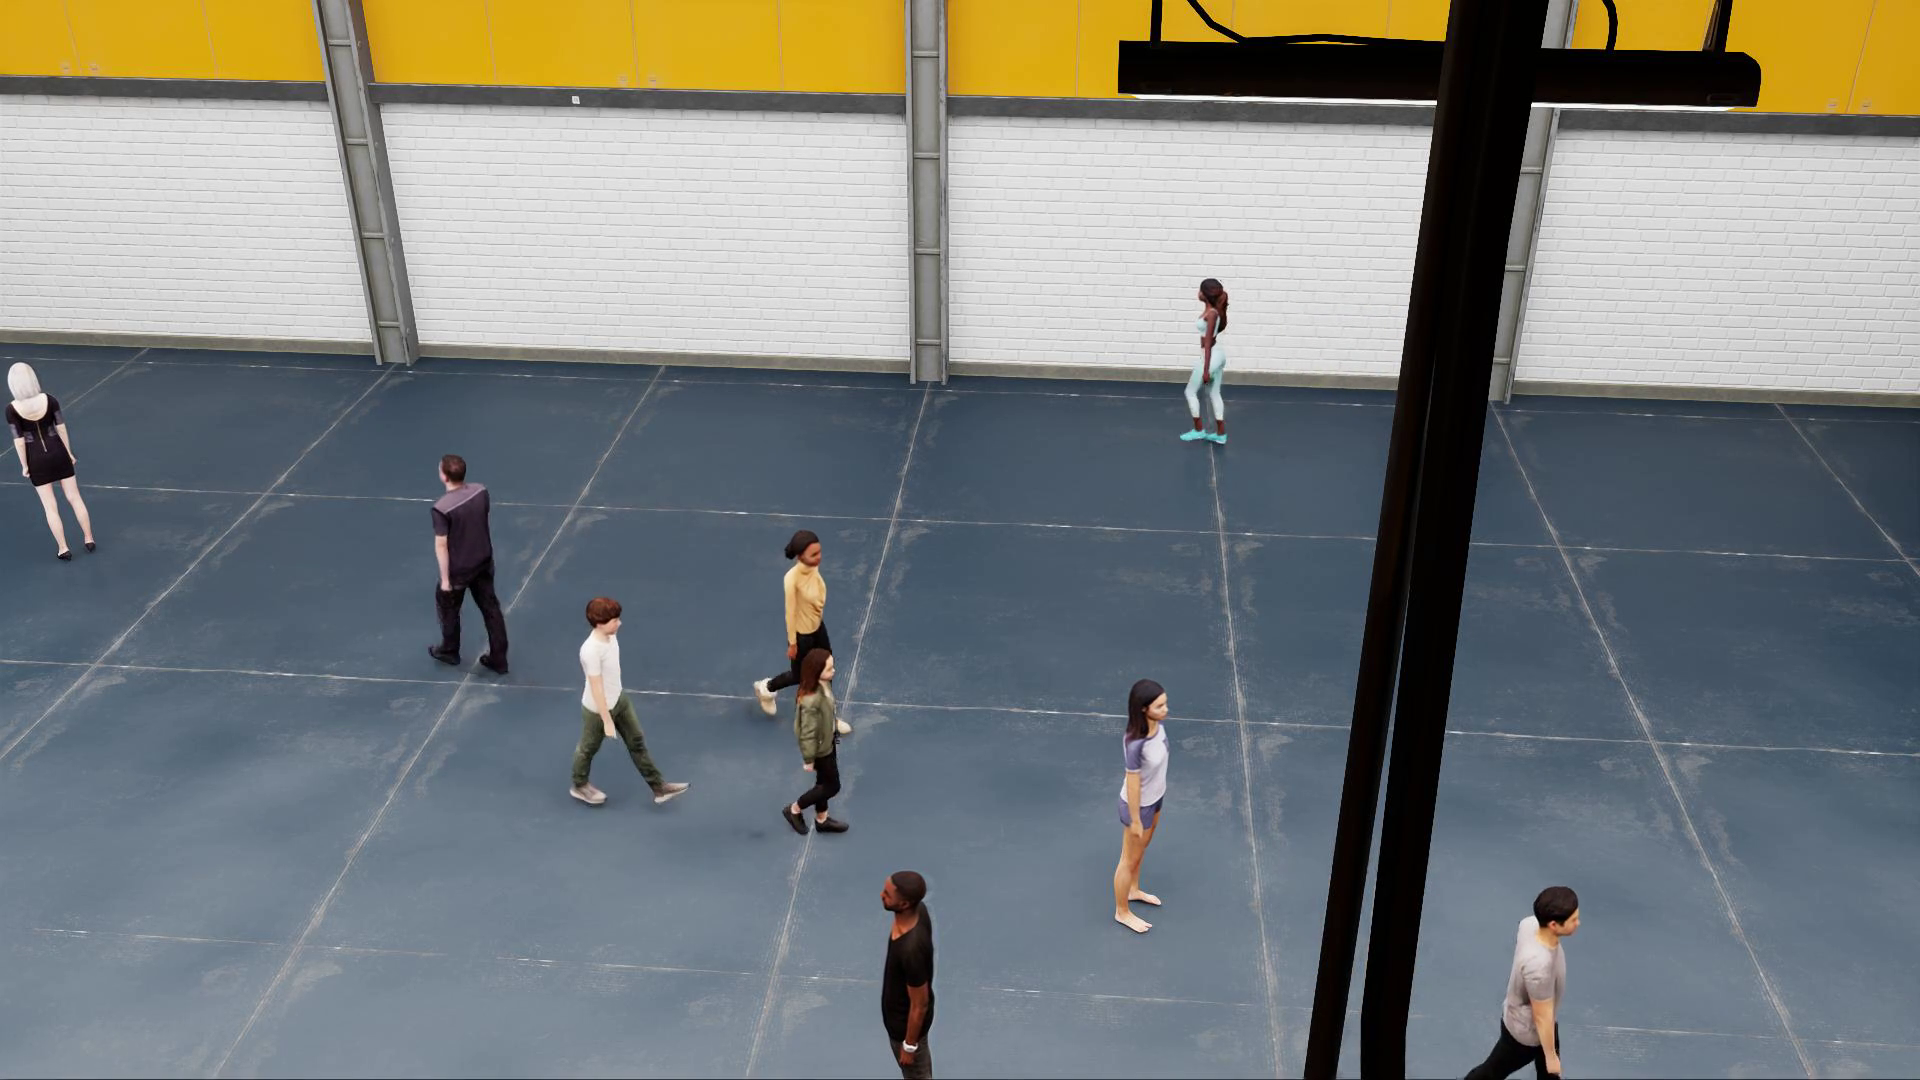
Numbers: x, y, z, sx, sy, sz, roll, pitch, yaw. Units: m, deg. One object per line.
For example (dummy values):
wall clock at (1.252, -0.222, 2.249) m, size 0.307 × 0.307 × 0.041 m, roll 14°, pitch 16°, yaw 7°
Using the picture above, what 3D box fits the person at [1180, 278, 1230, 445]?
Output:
person at (2.540, -1.727, 16.359) m, size 0.742 × 1.707 × 0.675 m, roll 9°, pitch 30°, yaw 16°

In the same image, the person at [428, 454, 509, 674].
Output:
person at (-3.688, 0.227, 12.654) m, size 1.087 × 1.826 × 0.993 m, roll 18°, pitch 33°, yaw 29°

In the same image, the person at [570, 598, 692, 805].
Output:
person at (-2.480, 1.121, 11.242) m, size 1.141 × 1.608 × 0.724 m, roll 7°, pitch 29°, yaw 13°

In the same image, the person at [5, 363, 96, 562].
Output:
person at (-7.845, -0.676, 14.306) m, size 0.636 × 1.829 × 0.690 m, roll -23°, pitch 36°, yaw -36°

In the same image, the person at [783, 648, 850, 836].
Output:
person at (-0.999, 1.343, 10.980) m, size 0.642 × 1.468 × 0.579 m, roll 3°, pitch 29°, yaw 6°

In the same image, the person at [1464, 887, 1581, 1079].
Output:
person at (2.873, 2.486, 8.666) m, size 1.155 × 1.678 × 0.843 m, roll 11°, pitch 31°, yaw 20°

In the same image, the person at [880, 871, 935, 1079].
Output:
person at (-0.250, 2.438, 8.624) m, size 0.566 × 1.804 × 0.679 m, roll -2°, pitch 29°, yaw -3°

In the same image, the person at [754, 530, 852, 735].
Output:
person at (-1.190, 0.664, 12.054) m, size 1.099 × 1.634 × 0.866 m, roll 15°, pitch 32°, yaw 25°

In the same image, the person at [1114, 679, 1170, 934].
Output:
person at (1.118, 1.603, 10.227) m, size 0.615 × 1.734 × 0.645 m, roll 12°, pitch 31°, yaw 21°
